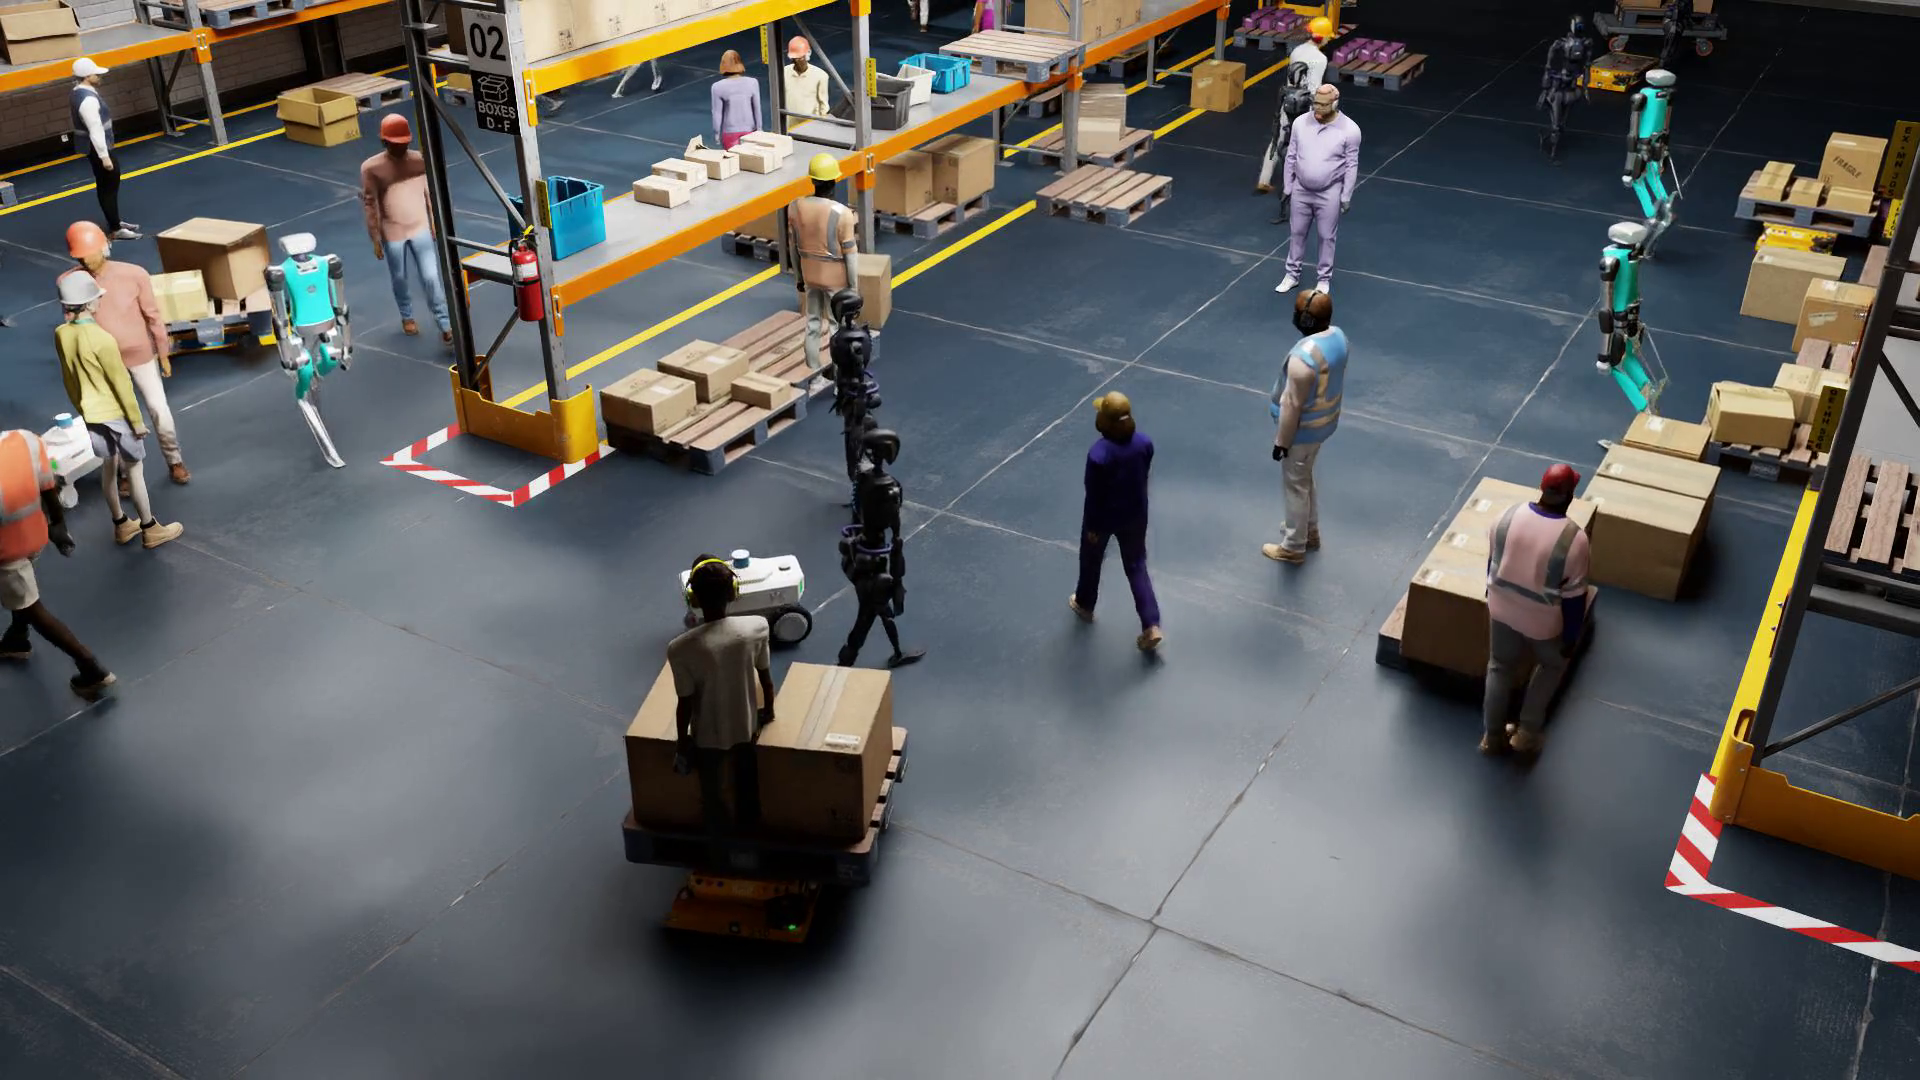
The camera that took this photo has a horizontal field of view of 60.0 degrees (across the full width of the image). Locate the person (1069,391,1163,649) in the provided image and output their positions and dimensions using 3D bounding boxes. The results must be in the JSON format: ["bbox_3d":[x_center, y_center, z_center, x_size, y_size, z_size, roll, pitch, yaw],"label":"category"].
[{"bbox_3d":[0.947,-0.128,9.815,0.455,1.590,0.763,-11,31,-19],"label":"person"}]

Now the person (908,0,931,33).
[{"bbox_3d":[-0.594,-8.391,24.112,0.631,1.921,0.640,0,29,0],"label":"person"}]

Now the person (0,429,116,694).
[{"bbox_3d":[-5.337,-0.020,9.329,1.021,1.887,0.593,6,30,10],"label":"person"}]

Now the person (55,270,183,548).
[{"bbox_3d":[-5.503,-0.823,10.752,0.487,1.889,0.382,10,31,17],"label":"person"}]

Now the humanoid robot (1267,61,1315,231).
[{"bbox_3d":[3.307,-3.879,16.368,0.319,1.651,0.612,-20,35,-31],"label":"humanoid robot"}]

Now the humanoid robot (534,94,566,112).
[{"bbox_3d":[-5.155,-5.811,19.706,0.961,1.713,0.531,-25,38,-36],"label":"humanoid robot"}]

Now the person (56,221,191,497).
[{"bbox_3d":[-5.745,-1.244,11.417,0.609,1.978,0.492,-10,31,-17],"label":"person"}]

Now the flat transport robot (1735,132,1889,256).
[{"bbox_3d":[8.321,-3.088,16.405,0.659,0.231,1.431,16,33,27],"label":"flat transport robot"}]

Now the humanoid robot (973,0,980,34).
[{"bbox_3d":[0.376,-7.312,22.370,0.530,1.786,0.673,20,35,31],"label":"humanoid robot"}]

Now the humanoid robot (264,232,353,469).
[{"bbox_3d":[-4.754,-1.435,12.002,0.542,1.777,0.935,-23,37,-34],"label":"humanoid robot"}]

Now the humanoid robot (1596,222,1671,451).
[{"bbox_3d":[4.829,-1.316,11.789,0.786,1.785,0.530,24,37,35],"label":"humanoid robot"}]

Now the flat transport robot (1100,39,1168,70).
[{"bbox_3d":[2.236,-6.649,22.703,0.659,0.231,1.431,17,34,27],"label":"flat transport robot"}]

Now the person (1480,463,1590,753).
[{"bbox_3d":[3.010,0.377,8.781,0.612,1.733,0.452,24,37,36],"label":"person"}]

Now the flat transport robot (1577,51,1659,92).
[{"bbox_3d":[8.641,-6.145,21.811,0.659,0.231,1.431,21,36,32],"label":"flat transport robot"}]

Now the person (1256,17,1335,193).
[{"bbox_3d":[3.567,-4.544,17.401,1.030,1.829,0.567,-21,35,-32],"label":"person"}]

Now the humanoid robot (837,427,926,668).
[{"bbox_3d":[-0.510,0.121,9.344,0.778,1.617,0.589,-16,33,-26],"label":"humanoid robot"}]

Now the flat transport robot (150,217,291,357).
[{"bbox_3d":[-6.392,-1.783,14.096,1.431,0.231,0.659,-11,31,-19],"label":"flat transport robot"}]

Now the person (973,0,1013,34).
[{"bbox_3d":[0.385,-6.412,20.718,0.677,1.817,0.337,-19,34,-30],"label":"person"}]

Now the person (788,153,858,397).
[{"bbox_3d":[-1.032,-2.034,12.857,0.587,1.926,0.366,14,32,23],"label":"person"}]

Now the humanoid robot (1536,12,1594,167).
[{"bbox_3d":[6.665,-5.029,18.447,0.610,1.642,0.736,-6,30,-10],"label":"humanoid robot"}]

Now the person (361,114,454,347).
[{"bbox_3d":[-4.547,-2.515,13.683,0.662,1.934,1.049,-16,33,-26],"label":"person"}]

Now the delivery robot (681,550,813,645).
[{"bbox_3d":[-1.300,0.327,10.042,0.745,0.565,0.499,-9,31,-15],"label":"delivery robot"}]

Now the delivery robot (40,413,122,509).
[{"bbox_3d":[-6.237,-0.606,11.741,0.499,0.612,0.813,8,30,13],"label":"delivery robot"}]

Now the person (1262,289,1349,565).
[{"bbox_3d":[2.185,-0.721,10.629,0.431,1.832,0.627,17,33,27],"label":"person"}]

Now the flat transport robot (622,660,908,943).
[{"bbox_3d":[-0.943,1.447,8.381,0.659,0.231,1.431,4,30,8],"label":"flat transport robot"}]

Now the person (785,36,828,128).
[{"bbox_3d":[-1.610,-4.255,16.967,0.559,1.743,0.342,8,31,15],"label":"person"}]

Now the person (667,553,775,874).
[{"bbox_3d":[-1.097,0.900,7.728,0.534,1.866,0.314,-17,34,-27],"label":"person"}]

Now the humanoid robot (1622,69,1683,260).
[{"bbox_3d":[6.523,-3.431,15.539,0.530,1.810,0.649,-17,33,-27],"label":"humanoid robot"}]

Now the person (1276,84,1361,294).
[{"bbox_3d":[3.156,-3.078,14.726,0.653,1.904,0.410,16,33,25],"label":"person"}]

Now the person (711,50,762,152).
[{"bbox_3d":[-2.257,-4.140,16.887,0.504,1.627,0.282,-9,31,-16],"label":"person"}]

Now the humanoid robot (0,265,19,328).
[{"bbox_3d":[-8.356,-2.421,13.838,0.600,1.622,0.776,-10,31,-18],"label":"humanoid robot"}]

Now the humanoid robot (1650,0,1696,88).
[{"bbox_3d":[9.198,-6.650,21.261,0.315,1.657,0.599,25,38,37],"label":"humanoid robot"}]

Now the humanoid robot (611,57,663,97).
[{"bbox_3d":[-4.113,-6.467,20.930,0.999,1.759,0.588,-13,32,-21],"label":"humanoid robot"}]

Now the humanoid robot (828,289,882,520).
[{"bbox_3d":[-0.689,-0.894,11.110,0.325,1.650,0.602,-8,30,-14],"label":"humanoid robot"}]

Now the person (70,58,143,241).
[{"bbox_3d":[-8.320,-3.785,16.131,0.458,1.752,0.755,-16,33,-25],"label":"person"}]

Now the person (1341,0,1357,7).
[{"bbox_3d":[6.016,-9.113,25.554,0.336,1.747,0.572,1,29,2],"label":"person"}]
